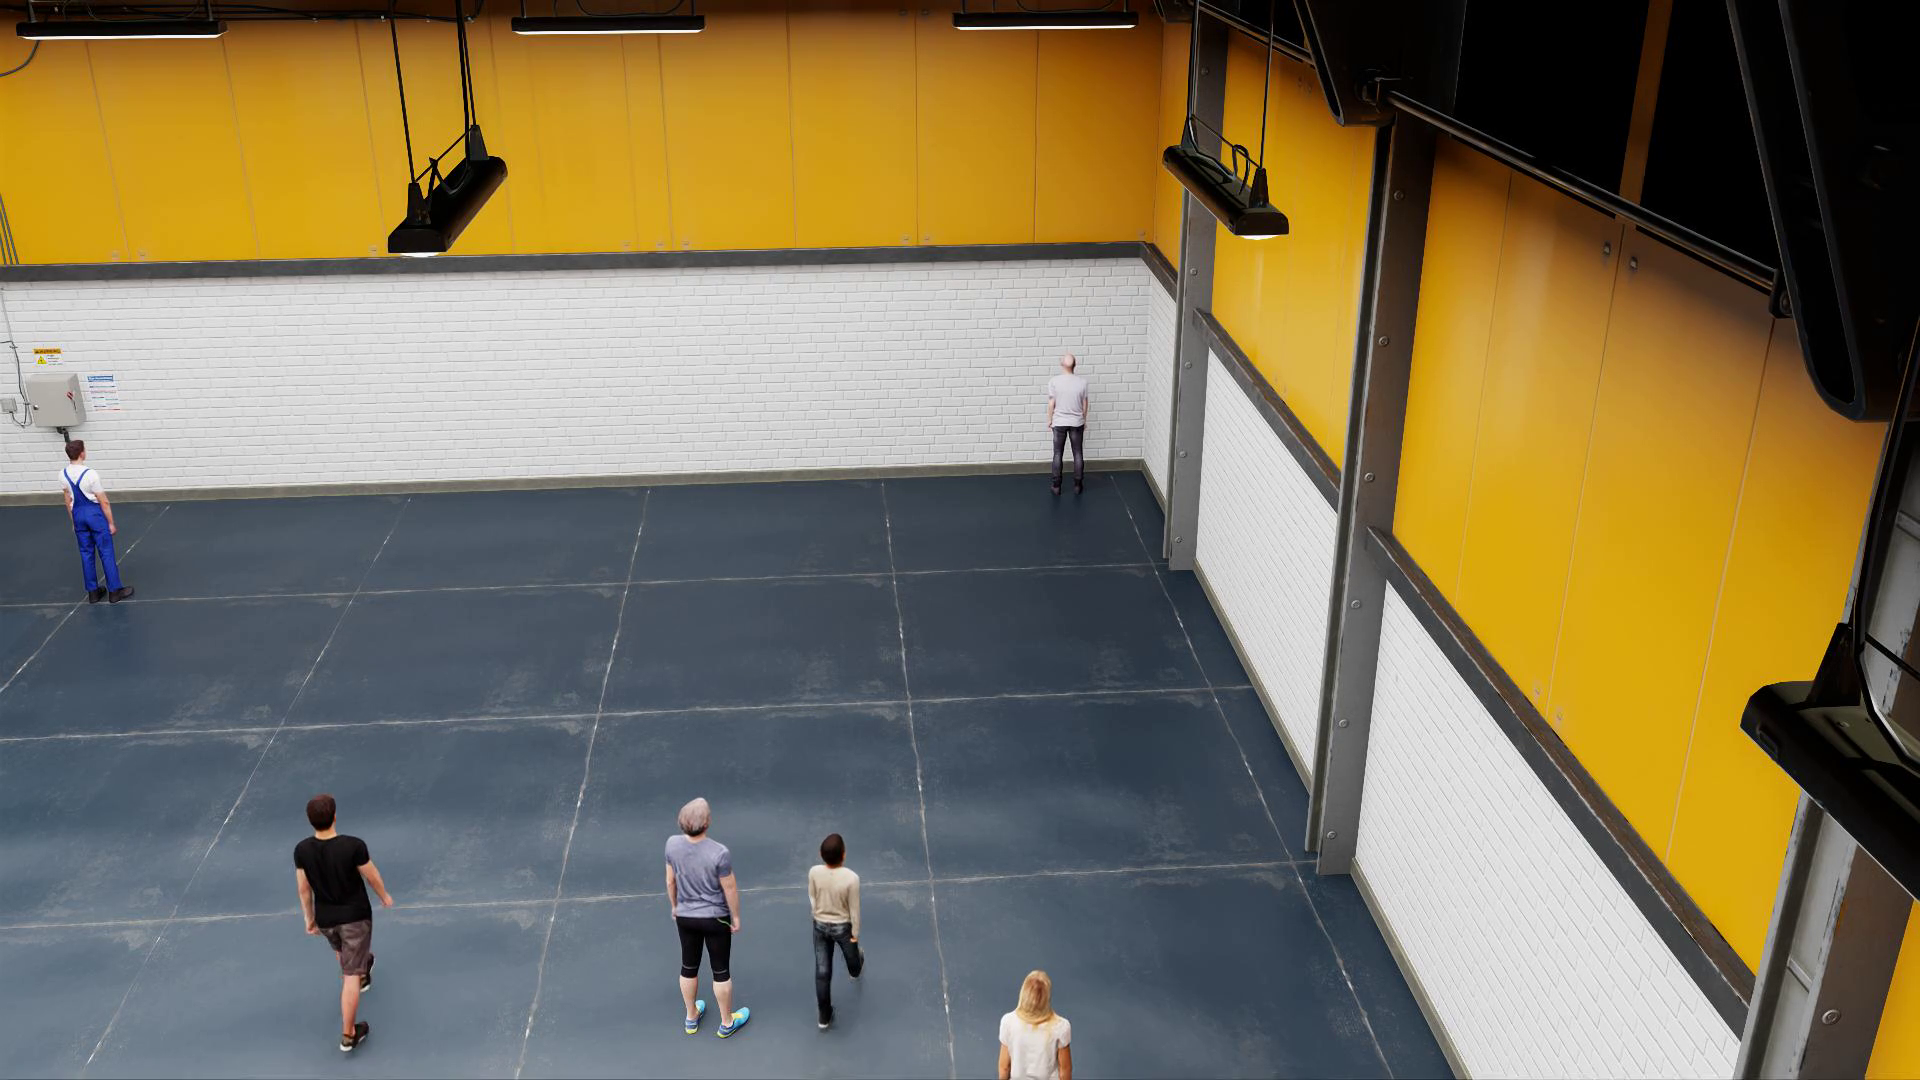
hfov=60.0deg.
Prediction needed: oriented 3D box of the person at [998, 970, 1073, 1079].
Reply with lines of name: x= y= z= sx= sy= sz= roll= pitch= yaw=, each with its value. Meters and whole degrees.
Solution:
person: x=0.447 y=3.344 z=9.969 sx=0.637 sy=1.809 sz=0.580 roll=3 pitch=24 yaw=7

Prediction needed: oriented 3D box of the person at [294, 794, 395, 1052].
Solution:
person: x=-4.299 y=2.665 z=11.517 sx=0.773 sy=1.813 sz=1.231 roll=1 pitch=24 yaw=1

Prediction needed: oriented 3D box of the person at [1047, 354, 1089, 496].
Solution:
person: x=1.356 y=-1.464 z=20.939 sx=0.657 sy=1.832 sz=0.586 roll=-1 pitch=24 yaw=-2

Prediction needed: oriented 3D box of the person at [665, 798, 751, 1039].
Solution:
person: x=-1.780 y=2.614 z=11.542 sx=0.744 sy=1.888 sz=0.702 roll=6 pitch=24 yaw=14

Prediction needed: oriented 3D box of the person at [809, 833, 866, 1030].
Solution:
person: x=-0.916 y=2.784 z=11.728 sx=0.673 sy=1.426 sz=1.025 roll=3 pitch=24 yaw=6

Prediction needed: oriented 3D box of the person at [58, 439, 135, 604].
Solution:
person: x=-9.441 y=-0.209 z=18.045 sx=0.658 sy=1.850 sz=0.603 roll=1 pitch=24 yaw=3
